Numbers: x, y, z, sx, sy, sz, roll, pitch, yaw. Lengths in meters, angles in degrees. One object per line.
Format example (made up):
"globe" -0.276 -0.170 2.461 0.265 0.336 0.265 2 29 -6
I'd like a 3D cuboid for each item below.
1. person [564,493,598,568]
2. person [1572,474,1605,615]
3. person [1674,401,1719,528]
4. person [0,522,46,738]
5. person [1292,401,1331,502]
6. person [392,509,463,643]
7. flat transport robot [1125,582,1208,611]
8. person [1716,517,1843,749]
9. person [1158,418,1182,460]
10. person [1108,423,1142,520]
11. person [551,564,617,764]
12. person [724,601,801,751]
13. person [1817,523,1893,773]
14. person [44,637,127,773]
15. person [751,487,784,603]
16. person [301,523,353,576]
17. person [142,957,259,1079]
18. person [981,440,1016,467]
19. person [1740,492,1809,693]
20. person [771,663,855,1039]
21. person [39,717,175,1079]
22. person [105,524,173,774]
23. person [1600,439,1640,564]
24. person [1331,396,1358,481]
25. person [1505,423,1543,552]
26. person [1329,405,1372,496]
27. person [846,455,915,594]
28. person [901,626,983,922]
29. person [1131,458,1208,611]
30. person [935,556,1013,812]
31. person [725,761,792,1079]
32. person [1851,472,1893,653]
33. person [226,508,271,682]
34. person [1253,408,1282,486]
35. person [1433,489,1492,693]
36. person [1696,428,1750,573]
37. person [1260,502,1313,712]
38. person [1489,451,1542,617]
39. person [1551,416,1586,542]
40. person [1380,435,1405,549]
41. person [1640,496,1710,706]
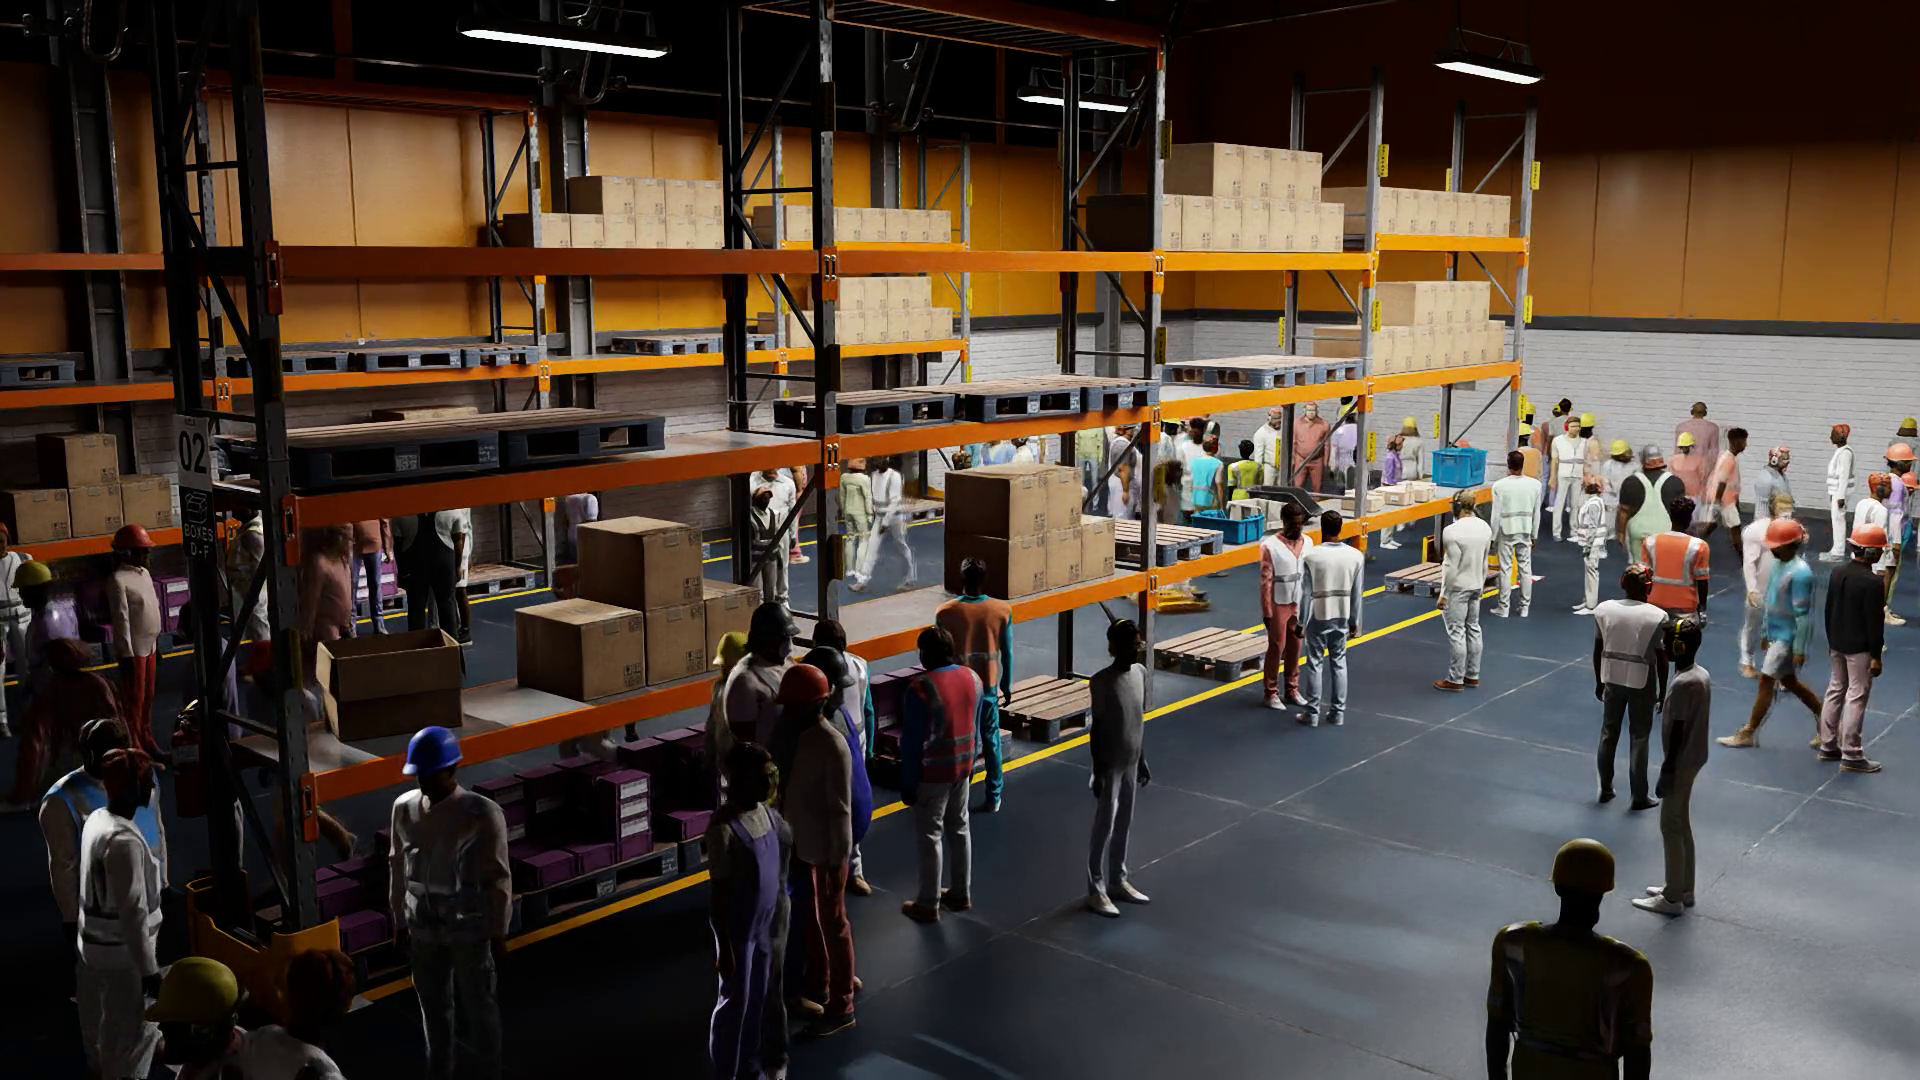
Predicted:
"person" -4.320 -0.011 19.460 0.587 1.659 0.665 7 12 37
"person" 7.271 0.052 19.181 0.307 1.638 0.512 3 10 20
"person" 11.269 -1.155 25.484 0.629 1.940 0.373 4 11 25
"person" -8.179 0.760 14.247 0.370 1.879 0.585 9 13 44
"person" 5.488 -1.242 26.145 0.644 1.898 0.398 2 10 12
"person" -5.395 0.230 16.912 0.681 2.000 0.535 -3 10 -16
"flat transport robot" 2.350 0.610 19.919 0.652 0.197 1.431 -3 10 -19
"person" 6.896 0.782 13.788 0.978 1.998 0.622 2 10 9
"person" 3.015 -0.923 24.168 0.406 1.918 0.587 4 10 22
"person" 2.280 -0.725 22.613 0.536 2.000 0.682 0 10 1
"person" -2.745 1.093 12.229 0.653 1.882 0.626 7 12 36
"person" -1.096 1.367 10.126 0.537 2.000 0.678 4 10 21
"person" 7.190 0.852 13.333 0.389 1.992 0.625 -1 10 -6
"person" -5.800 1.424 11.086 0.543 1.594 0.411 4 10 23
"person" -2.164 0.223 18.173 0.516 1.632 0.314 -7 12 -38
"person" -6.615 0.305 17.411 0.558 1.721 0.438 -1 10 -5
"person" -2.457 2.247 5.492 0.404 1.833 0.586 -5 11 -26
"person" 0.557 -0.687 22.602 0.624 1.976 1.057 7 12 35
"person" 7.780 0.481 15.895 0.629 1.882 1.039 1 10 6
"person" -0.781 1.619 8.793 0.408 1.986 0.618 -6 11 -32
"person" -4.186 1.777 8.269 0.429 1.844 0.626 4 10 24
"person" -6.561 0.860 13.286 0.375 1.995 0.609 -1 10 -7
"person" 8.929 -0.541 22.534 0.505 1.693 0.642 2 10 9
"person" 7.116 -1.902 30.658 0.318 1.698 0.539 -7 12 -35
"person" 7.518 -0.609 22.320 0.591 1.912 0.397 -5 11 -27
"person" 6.008 -1.145 25.608 0.656 1.864 0.901 0 10 3
"person" -0.930 -0.233 20.312 1.045 1.823 0.566 -9 13 -44
"person" -0.136 1.440 10.311 0.430 1.838 0.638 9 13 43
"person" 2.414 -0.055 19.387 0.960 1.795 0.509 7 12 37
"person" 0.104 1.073 12.246 0.596 1.916 0.374 -2 10 -13
"person" -0.989 1.860 8.198 0.384 1.702 0.561 -7 12 -36
"person" 9.514 0.229 17.397 0.372 1.885 0.593 1 10 5
"person" -6.896 0.452 16.182 0.429 1.843 0.633 -5 11 -26
"person" 4.692 -1.037 24.920 0.654 1.897 0.403 -6 11 -33
"person" 4.752 0.477 15.741 0.635 1.937 0.352 -7 12 -37
"person" 10.054 -0.524 21.835 1.017 1.910 0.608 3 10 20
"person" 2.962 0.597 15.127 0.597 1.909 0.405 -6 11 -32
"person" 6.346 -0.062 19.038 0.587 1.914 0.390 -1 10 -6
"person" 8.857 -0.887 24.185 0.564 1.842 0.382 -1 10 -5
"person" 6.126 -0.685 23.594 0.321 1.631 0.527 4 10 20
"person" 6.456 0.578 15.053 0.611 1.964 0.364 9 13 42
